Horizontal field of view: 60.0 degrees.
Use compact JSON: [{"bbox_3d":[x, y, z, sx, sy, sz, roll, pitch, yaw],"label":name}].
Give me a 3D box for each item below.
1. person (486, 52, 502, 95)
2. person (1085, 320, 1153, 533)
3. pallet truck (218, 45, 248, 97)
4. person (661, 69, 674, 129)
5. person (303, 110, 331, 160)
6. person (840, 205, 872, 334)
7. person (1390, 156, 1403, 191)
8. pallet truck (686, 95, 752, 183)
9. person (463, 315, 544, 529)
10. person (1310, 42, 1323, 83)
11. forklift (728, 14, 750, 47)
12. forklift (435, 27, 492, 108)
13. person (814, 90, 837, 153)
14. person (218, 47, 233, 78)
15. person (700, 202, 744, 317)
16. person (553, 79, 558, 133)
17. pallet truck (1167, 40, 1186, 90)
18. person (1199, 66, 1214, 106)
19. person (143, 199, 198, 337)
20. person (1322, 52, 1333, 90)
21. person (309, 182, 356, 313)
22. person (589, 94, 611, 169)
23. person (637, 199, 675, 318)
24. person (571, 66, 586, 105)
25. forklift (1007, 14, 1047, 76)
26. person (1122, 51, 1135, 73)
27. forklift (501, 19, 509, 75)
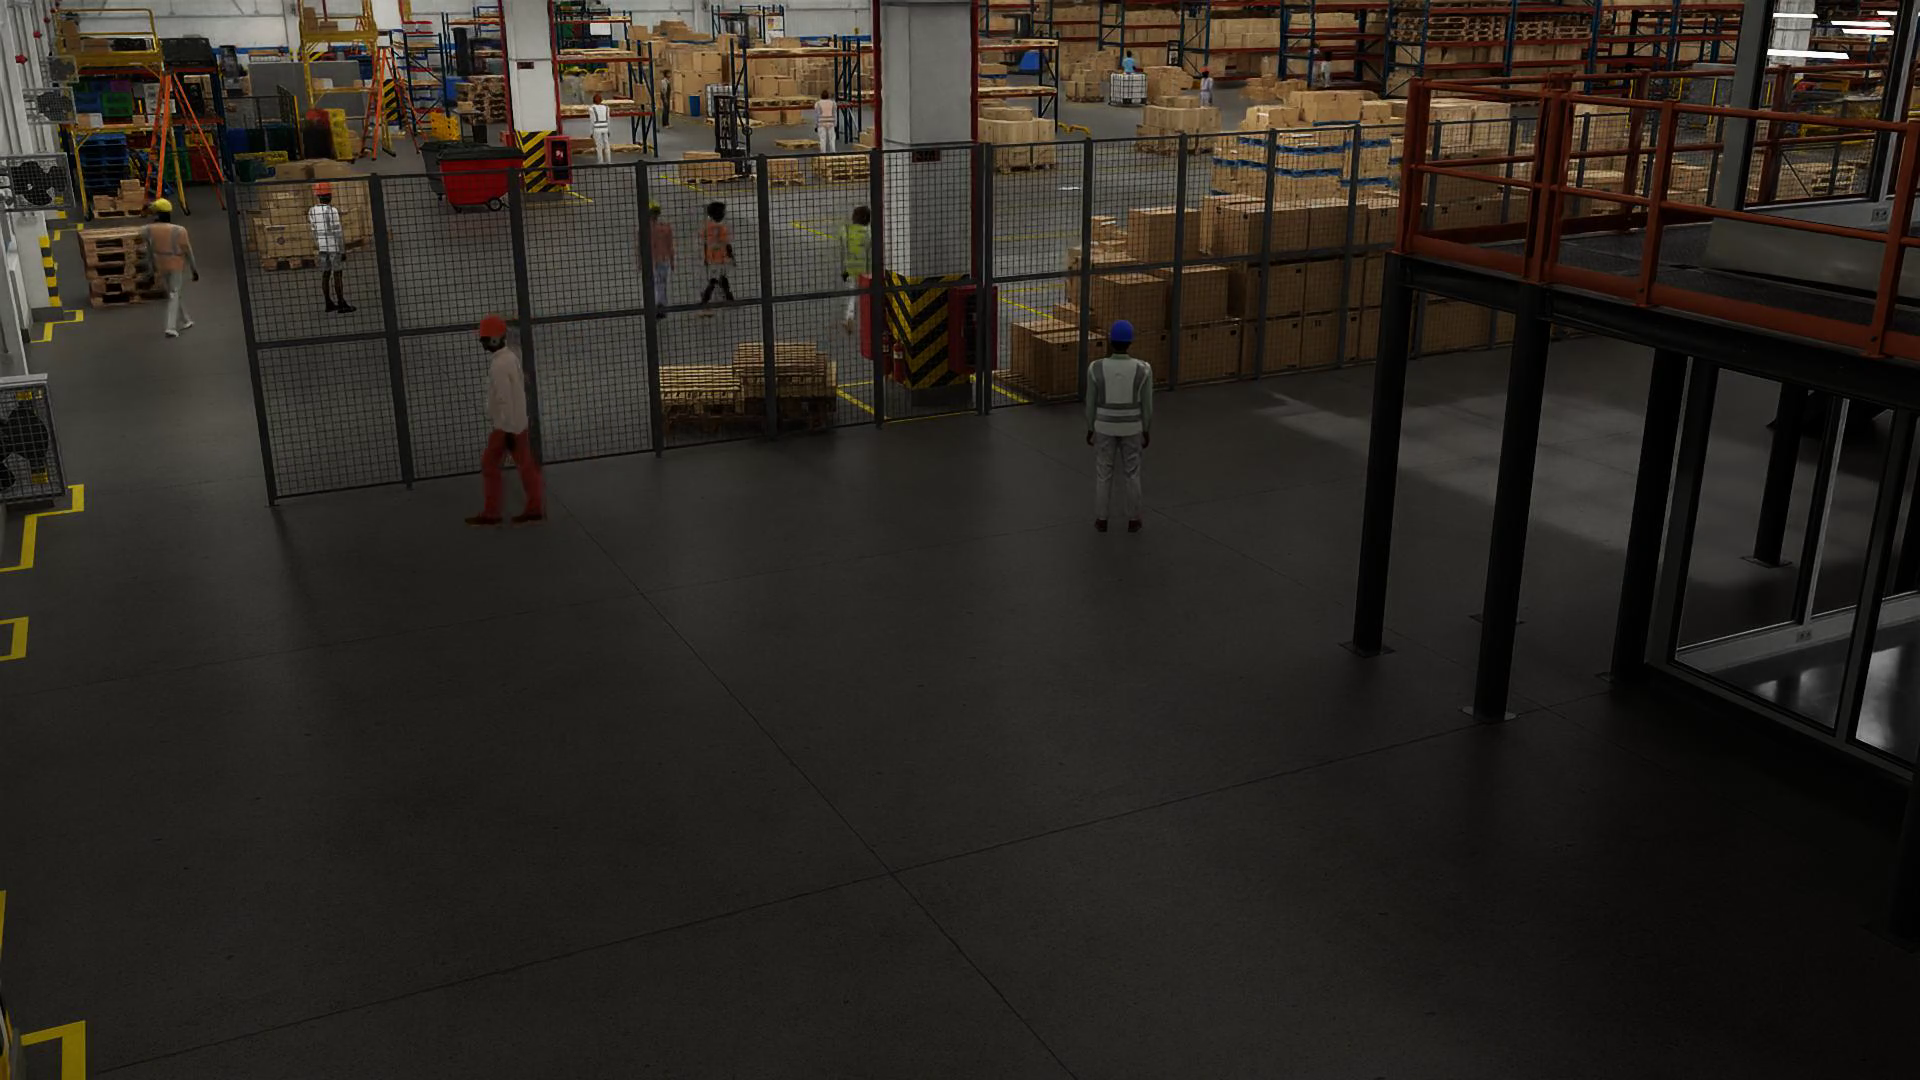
[{"bbox_3d":[-17.538,-17.386,62.548,0.661,1.898,0.934,-17,25,-40],"label":"person"},{"bbox_3d":[1.429,-1.017,15.024,0.605,1.948,0.403,2,19,6],"label":"person"},{"bbox_3d":[-28.879,-18.665,66.111,0.823,1.965,1.885,-3,19,-9],"label":"pallet truck"},{"bbox_3d":[-9.342,-14.033,52.931,0.339,1.838,0.507,1,19,4],"label":"person"},{"bbox_3d":[-14.038,-8.414,36.437,0.627,1.969,0.743,6,20,18],"label":"person"},{"bbox_3d":[-1.345,-3.690,22.948,0.654,1.832,0.433,12,23,32],"label":"person"},{"bbox_3d":[7.642,-5.694,28.737,0.527,1.848,0.672,-6,20,-17],"label":"person"},{"bbox_3d":[-5.836,-9.608,39.856,0.823,1.965,1.885,10,22,27],"label":"pallet truck"},{"bbox_3d":[-4.244,-1.062,15.119,0.840,1.965,0.658,-1,19,-2],"label":"person"},{"bbox_3d":[15.033,-19.944,69.938,0.743,1.910,0.635,-5,20,-14],"label":"person"},{"bbox_3d":[-10.385,-23.401,78.505,1.129,2.768,1.873,5,20,15],"label":"forklift"},{"bbox_3d":[-18.152,-17.225,60.601,1.873,2.768,1.129,-9,21,-25],"label":"forklift"},{"bbox_3d":[-3.548,-10.941,43.954,0.621,1.845,0.430,-6,20,-17],"label":"person"},{"bbox_3d":[-29.896,-19.175,67.749,0.553,1.900,0.988,7,20,19],"label":"person"},{"bbox_3d":[-3.536,-4.146,24.541,0.888,1.647,0.538,-13,23,-33],"label":"person"},{"bbox_3d":[-12.647,-13.475,51.206,0.661,1.904,0.449,11,22,29],"label":"person"},{"bbox_3d":[9.045,-19.971,69.895,0.823,1.965,1.885,-3,19,-8],"label":"pallet truck"},{"bbox_3d":[7.877,-14.176,53.233,0.570,1.907,0.567,-15,24,-37],"label":"person"},{"bbox_3d":[-11.024,-3.806,23.228,0.600,1.881,1.010,0,19,0],"label":"person"},{"bbox_3d":[13.656,-17.225,62.033,0.614,1.935,0.659,16,25,39],"label":"person"},{"bbox_3d":[-9.326,-4.337,24.659,0.545,1.942,0.354,9,21,24],"label":"person"},{"bbox_3d":[-9.139,-10.375,42.248,0.572,1.885,0.358,-17,25,-40],"label":"person"},{"bbox_3d":[-4.398,-4.071,24.176,0.539,1.743,0.519,-8,21,-22],"label":"person"},{"bbox_3d":[-12.889,-15.139,56.308,0.490,1.717,0.714,-17,25,-41],"label":"person"},{"bbox_3d":[3.096,-23.315,78.257,1.873,2.768,1.129,6,20,17],"label":"forklift"},{"bbox_3d":[6.841,-19.067,67.761,0.546,1.679,0.594,-4,19,-11],"label":"person"},{"bbox_3d":[-18.941,-20.653,70.540,1.129,2.768,1.873,13,23,33],"label":"forklift"}]
